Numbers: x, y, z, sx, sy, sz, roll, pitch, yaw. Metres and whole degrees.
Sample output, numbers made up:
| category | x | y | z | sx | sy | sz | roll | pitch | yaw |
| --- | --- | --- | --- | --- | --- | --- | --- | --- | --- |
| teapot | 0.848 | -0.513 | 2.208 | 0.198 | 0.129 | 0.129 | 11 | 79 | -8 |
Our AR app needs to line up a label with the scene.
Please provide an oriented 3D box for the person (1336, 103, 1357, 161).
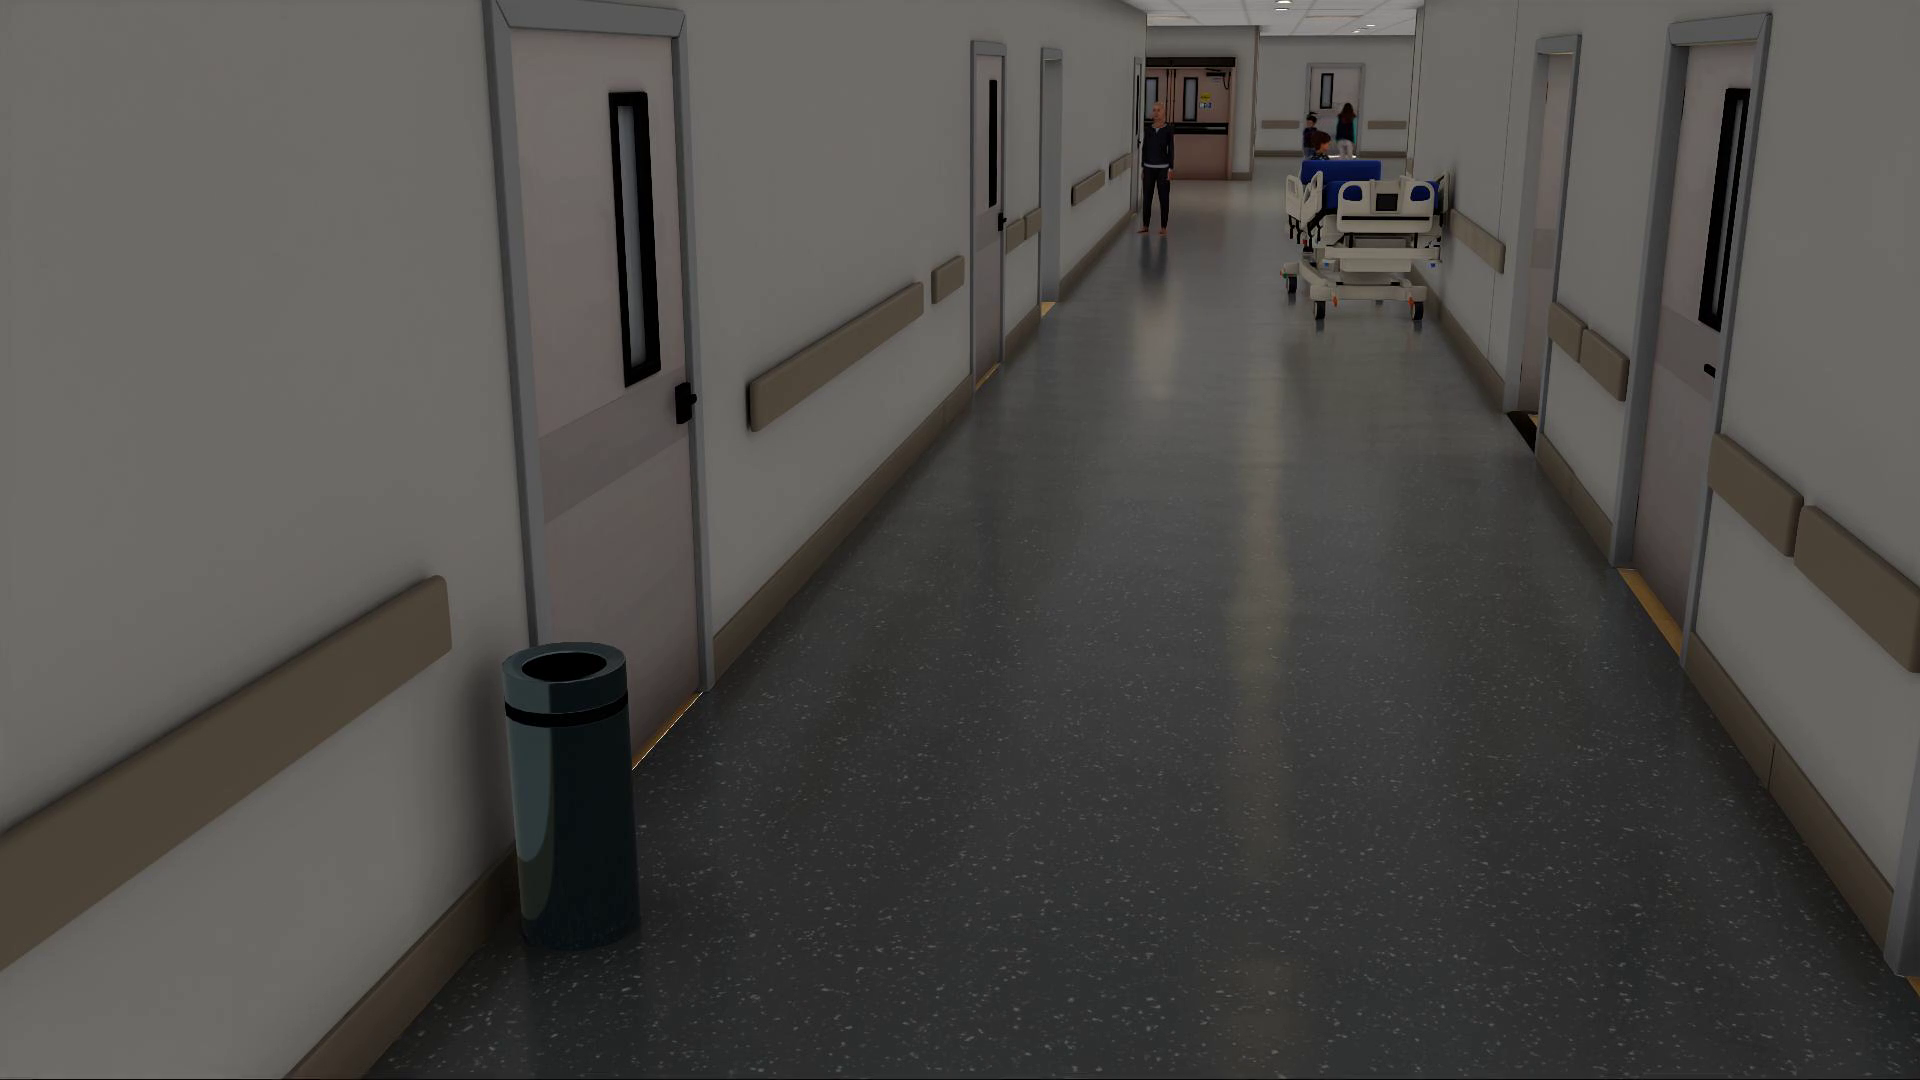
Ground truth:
| category | x | y | z | sx | sy | sz | roll | pitch | yaw |
| --- | --- | --- | --- | --- | --- | --- | --- | --- | --- |
| person | 7.906 | -8.219 | 34.210 | 0.645 | 1.488 | 0.700 | 8 | 17 | 25 |

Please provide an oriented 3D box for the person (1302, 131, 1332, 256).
| category | x | y | z | sx | sy | sz | roll | pitch | yaw |
| --- | --- | --- | --- | --- | --- | --- | --- | --- | --- |
| person | 4.249 | -4.129 | 19.793 | 0.606 | 1.438 | 0.592 | -5 | 16 | -17 |

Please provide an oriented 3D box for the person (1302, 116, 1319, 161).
| category | x | y | z | sx | sy | sz | roll | pitch | yaw |
| --- | --- | --- | --- | --- | --- | --- | --- | --- | --- |
| person | 7.421 | -8.308 | 35.044 | 0.810 | 1.205 | 0.764 | 11 | 19 | 33 |

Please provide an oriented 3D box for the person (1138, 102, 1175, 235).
| category | x | y | z | sx | sy | sz | roll | pitch | yaw |
| --- | --- | --- | --- | --- | --- | --- | --- | --- | --- |
| person | 2.664 | -5.041 | 22.497 | 0.536 | 1.727 | 0.707 | 7 | 17 | 22 |
